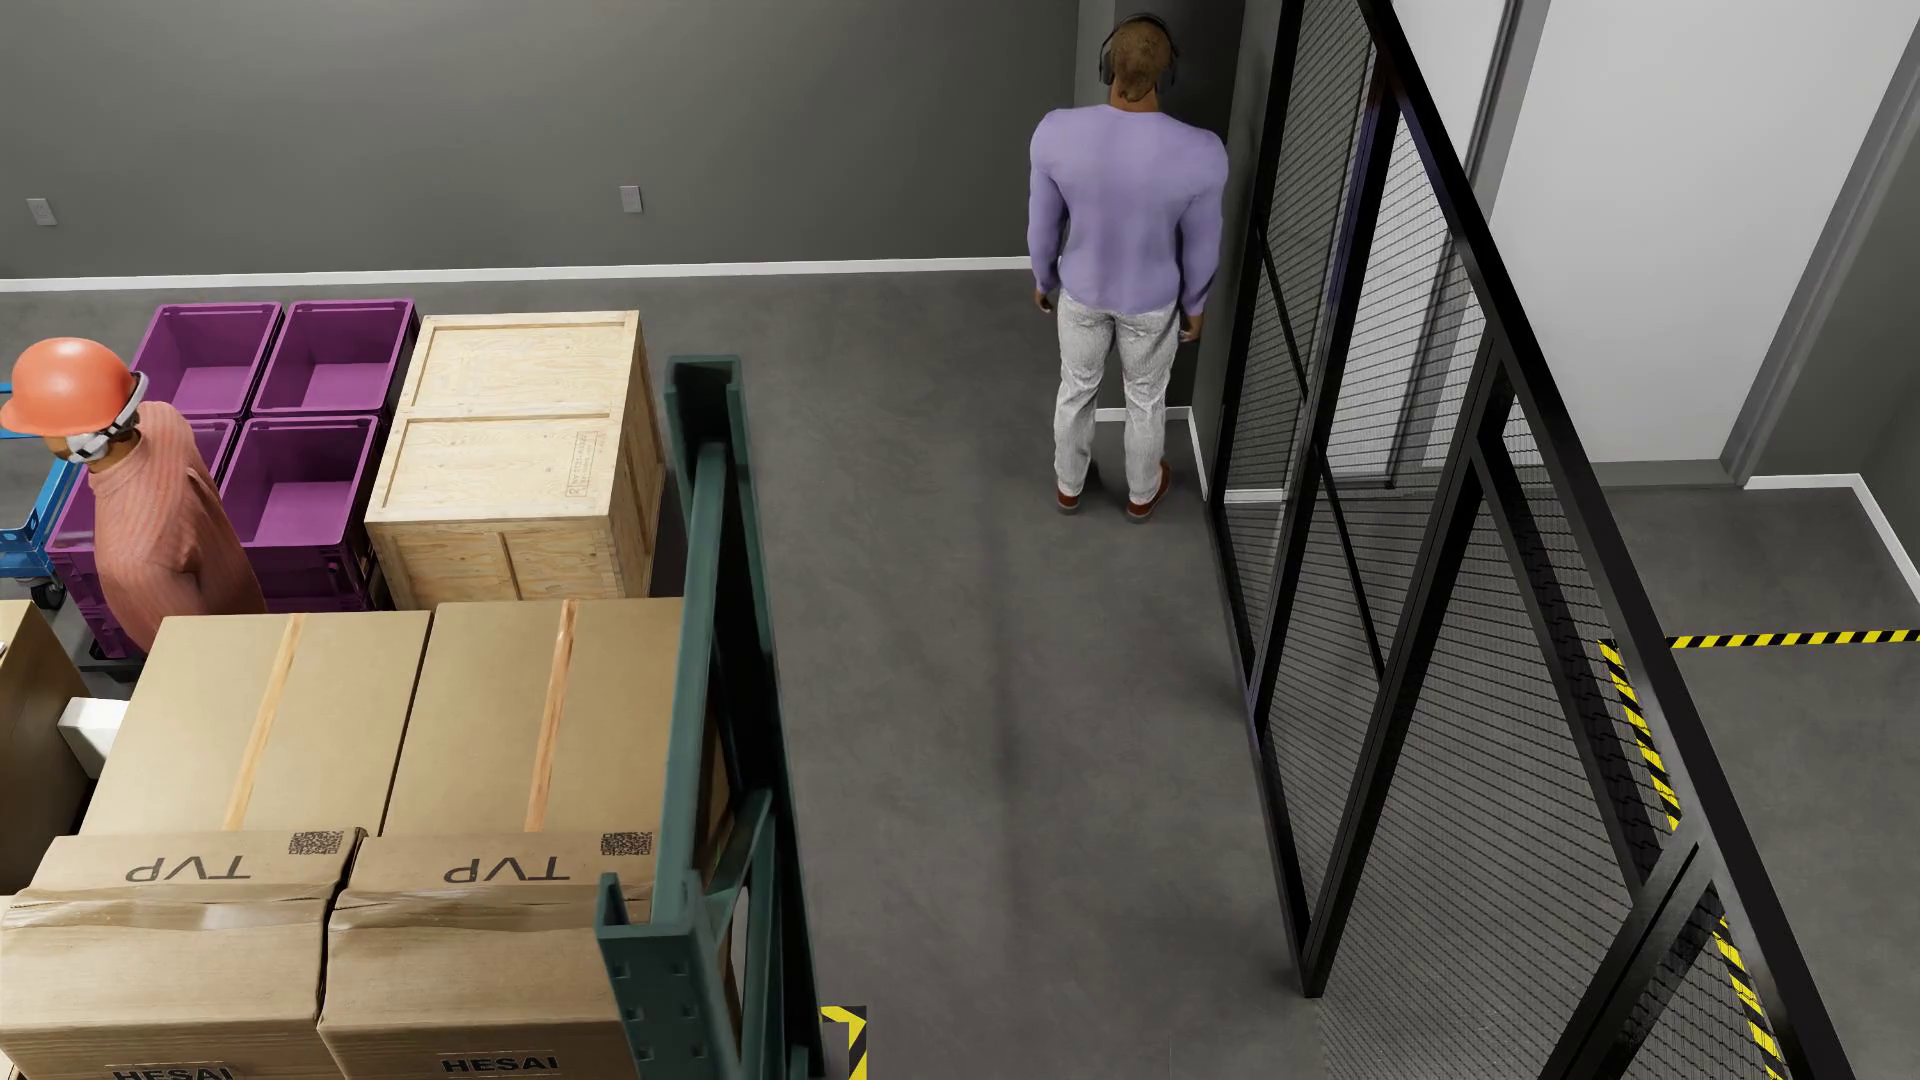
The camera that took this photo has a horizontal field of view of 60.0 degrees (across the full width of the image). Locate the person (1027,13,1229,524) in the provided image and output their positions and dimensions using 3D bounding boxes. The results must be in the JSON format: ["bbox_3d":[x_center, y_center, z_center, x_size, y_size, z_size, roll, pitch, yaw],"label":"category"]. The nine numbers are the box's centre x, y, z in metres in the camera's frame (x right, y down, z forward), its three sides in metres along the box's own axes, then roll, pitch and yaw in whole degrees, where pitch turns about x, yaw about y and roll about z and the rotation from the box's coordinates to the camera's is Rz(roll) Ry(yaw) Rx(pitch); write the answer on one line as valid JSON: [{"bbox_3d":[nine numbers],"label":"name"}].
[{"bbox_3d":[0.530,-0.836,5.560,0.629,1.932,0.372,11,47,11],"label":"person"}]

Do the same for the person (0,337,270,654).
[{"bbox_3d":[-2.040,0.252,4.478,0.380,1.995,0.611,-12,48,-11],"label":"person"}]
